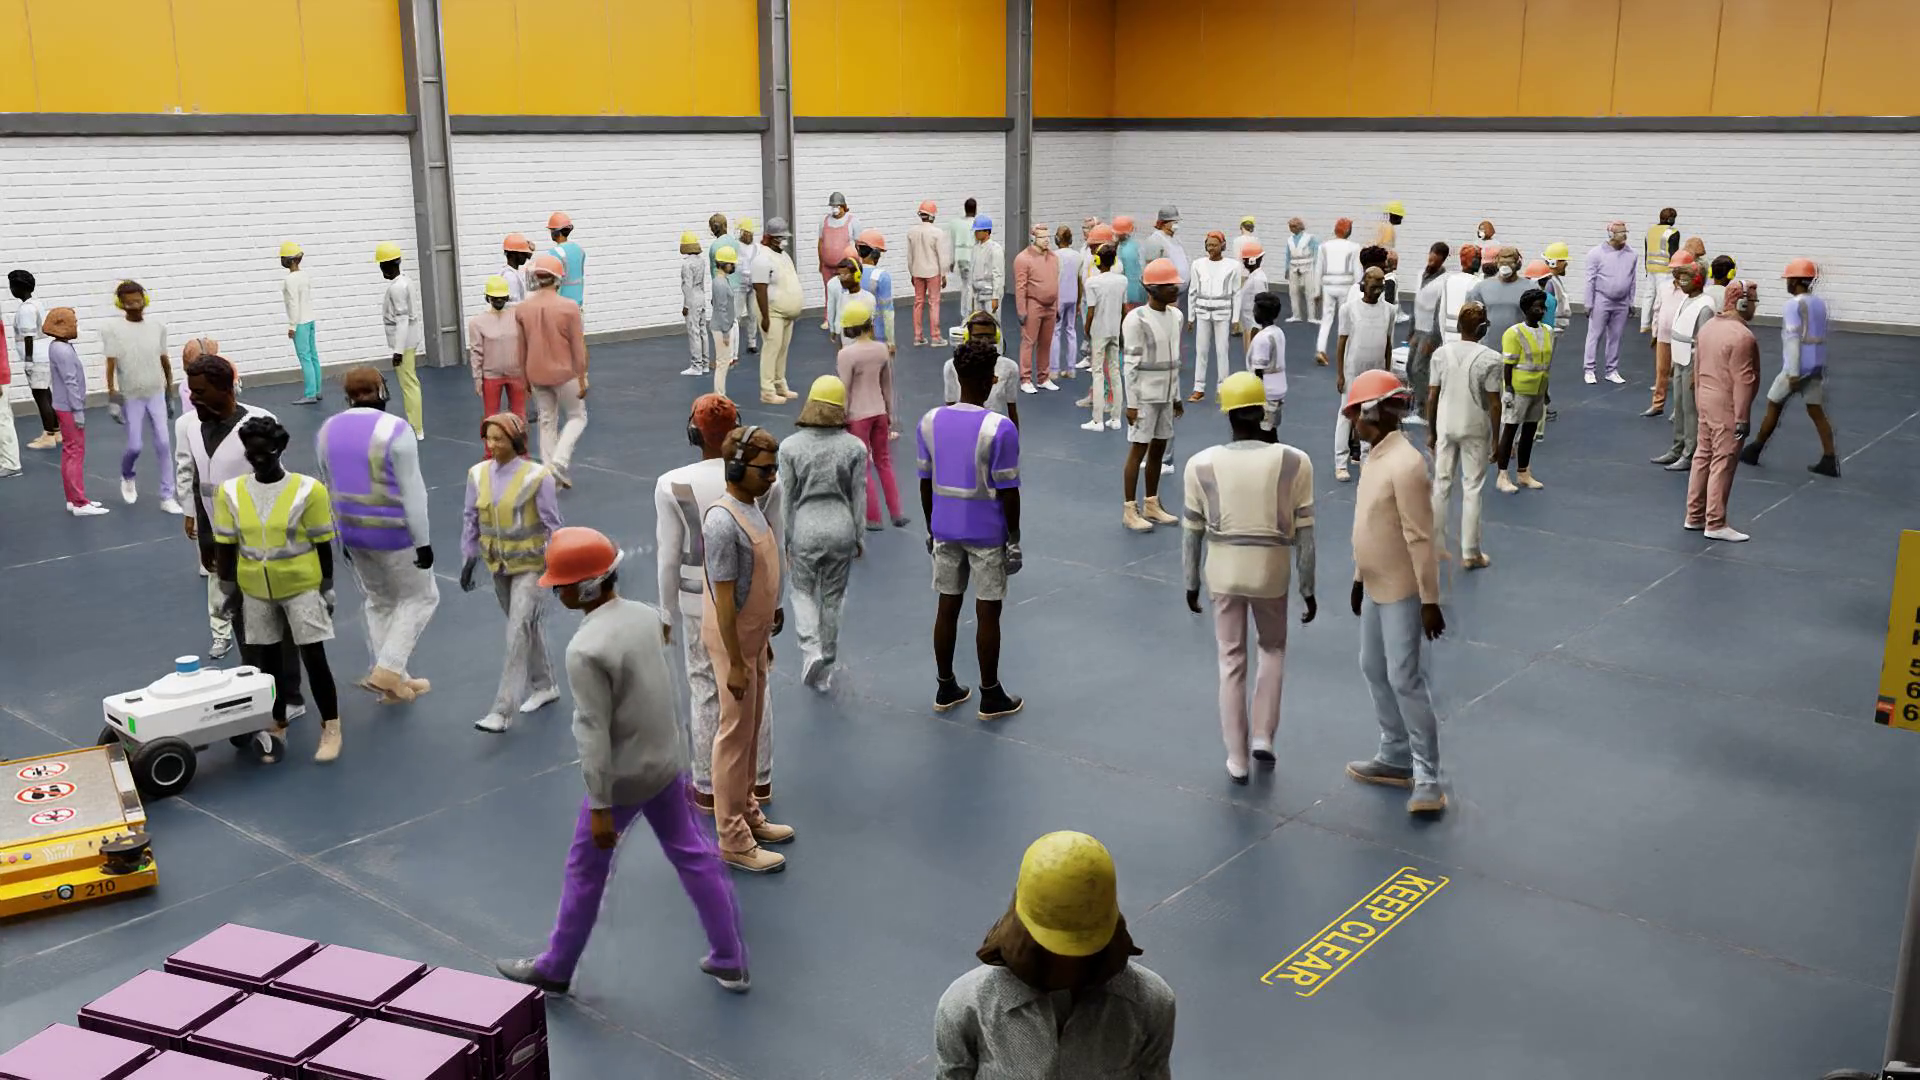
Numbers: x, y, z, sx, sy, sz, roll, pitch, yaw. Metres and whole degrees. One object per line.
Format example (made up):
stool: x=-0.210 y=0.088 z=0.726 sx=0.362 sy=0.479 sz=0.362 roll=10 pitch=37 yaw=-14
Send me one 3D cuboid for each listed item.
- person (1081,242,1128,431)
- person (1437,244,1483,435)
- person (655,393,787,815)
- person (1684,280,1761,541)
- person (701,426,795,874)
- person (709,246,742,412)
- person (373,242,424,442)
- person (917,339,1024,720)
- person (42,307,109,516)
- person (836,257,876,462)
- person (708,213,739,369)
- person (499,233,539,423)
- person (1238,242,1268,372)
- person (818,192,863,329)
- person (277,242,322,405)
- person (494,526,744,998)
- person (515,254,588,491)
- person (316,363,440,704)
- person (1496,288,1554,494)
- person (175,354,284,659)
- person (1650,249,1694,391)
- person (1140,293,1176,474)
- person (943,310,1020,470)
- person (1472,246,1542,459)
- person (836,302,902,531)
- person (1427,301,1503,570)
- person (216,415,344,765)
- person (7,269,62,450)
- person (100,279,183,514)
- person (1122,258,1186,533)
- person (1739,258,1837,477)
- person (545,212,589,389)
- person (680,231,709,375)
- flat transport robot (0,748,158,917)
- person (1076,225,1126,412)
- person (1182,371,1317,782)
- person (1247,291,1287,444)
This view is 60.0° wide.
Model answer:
person: x=1.436 y=-2.019 z=16.589 sx=0.508 sy=1.872 sz=0.329 roll=-8 pitch=16 yaw=-29
person: x=4.910 y=-1.928 z=16.198 sx=0.353 sy=1.883 sz=0.577 roll=-8 pitch=16 yaw=-29
person: x=-1.049 y=0.285 z=7.351 sx=0.584 sy=1.883 sz=0.349 roll=-6 pitch=15 yaw=-24
person: x=5.661 y=-0.955 z=12.263 sx=0.407 sy=1.905 sz=0.655 roll=-1 pitch=14 yaw=-3
person: x=-0.875 y=0.440 z=6.824 sx=0.344 sy=1.839 sz=0.504 roll=1 pitch=14 yaw=5
person: x=-2.488 y=-2.230 z=17.671 sx=0.343 sy=1.755 sz=0.531 roll=-2 pitch=14 yaw=-8
person: x=-5.379 y=-1.889 z=15.970 sx=0.381 sy=1.919 sz=0.584 roll=-3 pitch=14 yaw=-13
person: x=0.065 y=-0.049 z=8.522 sx=0.607 sy=1.965 sz=0.366 roll=9 pitch=17 yaw=32
person: x=-6.949 y=-1.009 z=13.032 sx=0.280 sy=1.633 sz=0.501 roll=-10 pitch=17 yaw=-35
person: x=-0.943 y=-1.614 z=15.009 sx=0.341 sy=1.857 sz=0.521 roll=-11 pitch=18 yaw=-37
person: x=-2.964 y=-3.106 z=20.803 sx=0.371 sy=1.934 sz=0.630 roll=2 pitch=14 yaw=9
person: x=-4.527 y=-2.167 z=17.066 sx=0.382 sy=1.928 sz=0.545 roll=-4 pitch=14 yaw=-14
person: x=3.211 y=-2.405 z=18.373 sx=0.331 sy=1.745 sz=0.572 roll=0 pitch=14 yaw=0
person: x=-1.815 y=-4.147 z=24.744 sx=0.689 sy=2.000 sz=0.539 roll=4 pitch=15 yaw=14
person: x=-7.231 y=-2.366 z=18.183 sx=0.330 sy=1.769 sz=0.526 roll=-1 pitch=14 yaw=-2
person: x=-1.191 y=0.781 z=5.756 sx=0.893 sy=1.691 sz=0.643 roll=4 pitch=15 yaw=16
person: x=-3.360 y=-1.366 z=13.764 sx=0.631 sy=1.968 sz=0.456 roll=4 pitch=15 yaw=15
person: x=-3.012 y=-0.012 z=8.690 sx=0.663 sy=1.811 sz=0.438 roll=7 pitch=16 yaw=25
person: x=4.707 y=-1.239 z=13.822 sx=0.541 sy=1.696 sz=0.315 roll=-8 pitch=16 yaw=-29
person: x=-4.158 y=-0.192 z=9.524 sx=0.572 sy=1.749 sz=0.340 roll=-6 pitch=15 yaw=-22
person: x=8.272 y=-2.535 z=19.144 sx=0.633 sy=1.620 sz=0.546 roll=-2 pitch=14 yaw=-10
person: x=1.741 y=-1.391 z=14.558 sx=0.266 sy=1.631 sz=0.507 roll=-3 pitch=14 yaw=-10
person: x=0.130 y=-0.568 z=10.821 sx=0.511 sy=1.860 sz=0.319 roll=0 pitch=14 yaw=1
person: x=4.961 y=-1.714 z=15.229 sx=0.638 sy=1.938 sz=0.357 roll=6 pitch=15 yaw=22
person: x=-0.695 y=-0.925 z=12.502 sx=0.328 sy=1.736 sz=0.642 roll=12 pitch=18 yaw=39
person: x=3.459 y=-0.714 z=11.421 sx=0.514 sy=1.844 sz=0.328 roll=11 pitch=18 yaw=37
person: x=-3.244 y=0.238 z=7.936 sx=0.546 sy=1.690 sz=0.349 roll=0 pitch=14 yaw=1
person: x=-8.730 y=-1.707 z=15.714 sx=0.319 sy=1.687 sz=0.539 roll=-5 pitch=15 yaw=-18
person: x=-6.448 y=-1.124 z=13.081 sx=0.527 sy=1.848 sz=0.609 roll=-12 pitch=19 yaw=-40
person: x=1.476 y=-1.087 z=12.502 sx=0.611 sy=2.046 sz=0.381 roll=-13 pitch=19 yaw=-42
person: x=7.397 y=-1.530 z=14.657 sx=0.551 sy=1.867 sz=0.982 roll=-8 pitch=16 yaw=-28
person: x=-4.500 y=-2.701 z=18.959 sx=0.385 sy=2.045 sz=0.605 roll=5 pitch=15 yaw=21
person: x=-3.277 y=-2.899 z=20.363 sx=0.291 sy=1.742 sz=0.493 roll=4 pitch=15 yaw=15
flat transport robot: x=-3.843 y=1.181 z=7.042 sx=0.652 sy=0.197 sz=1.431 roll=-8 pitch=16 yaw=-30
person: x=1.523 y=-2.365 z=17.787 sx=0.474 sy=1.977 sz=0.637 roll=-3 pitch=14 yaw=-11
person: x=1.339 y=0.177 z=7.738 sx=0.631 sy=1.902 sz=0.479 roll=3 pitch=14 yaw=10
person: x=2.507 y=-1.185 z=13.627 sx=0.320 sy=1.689 sz=0.538 roll=7 pitch=16 yaw=25
